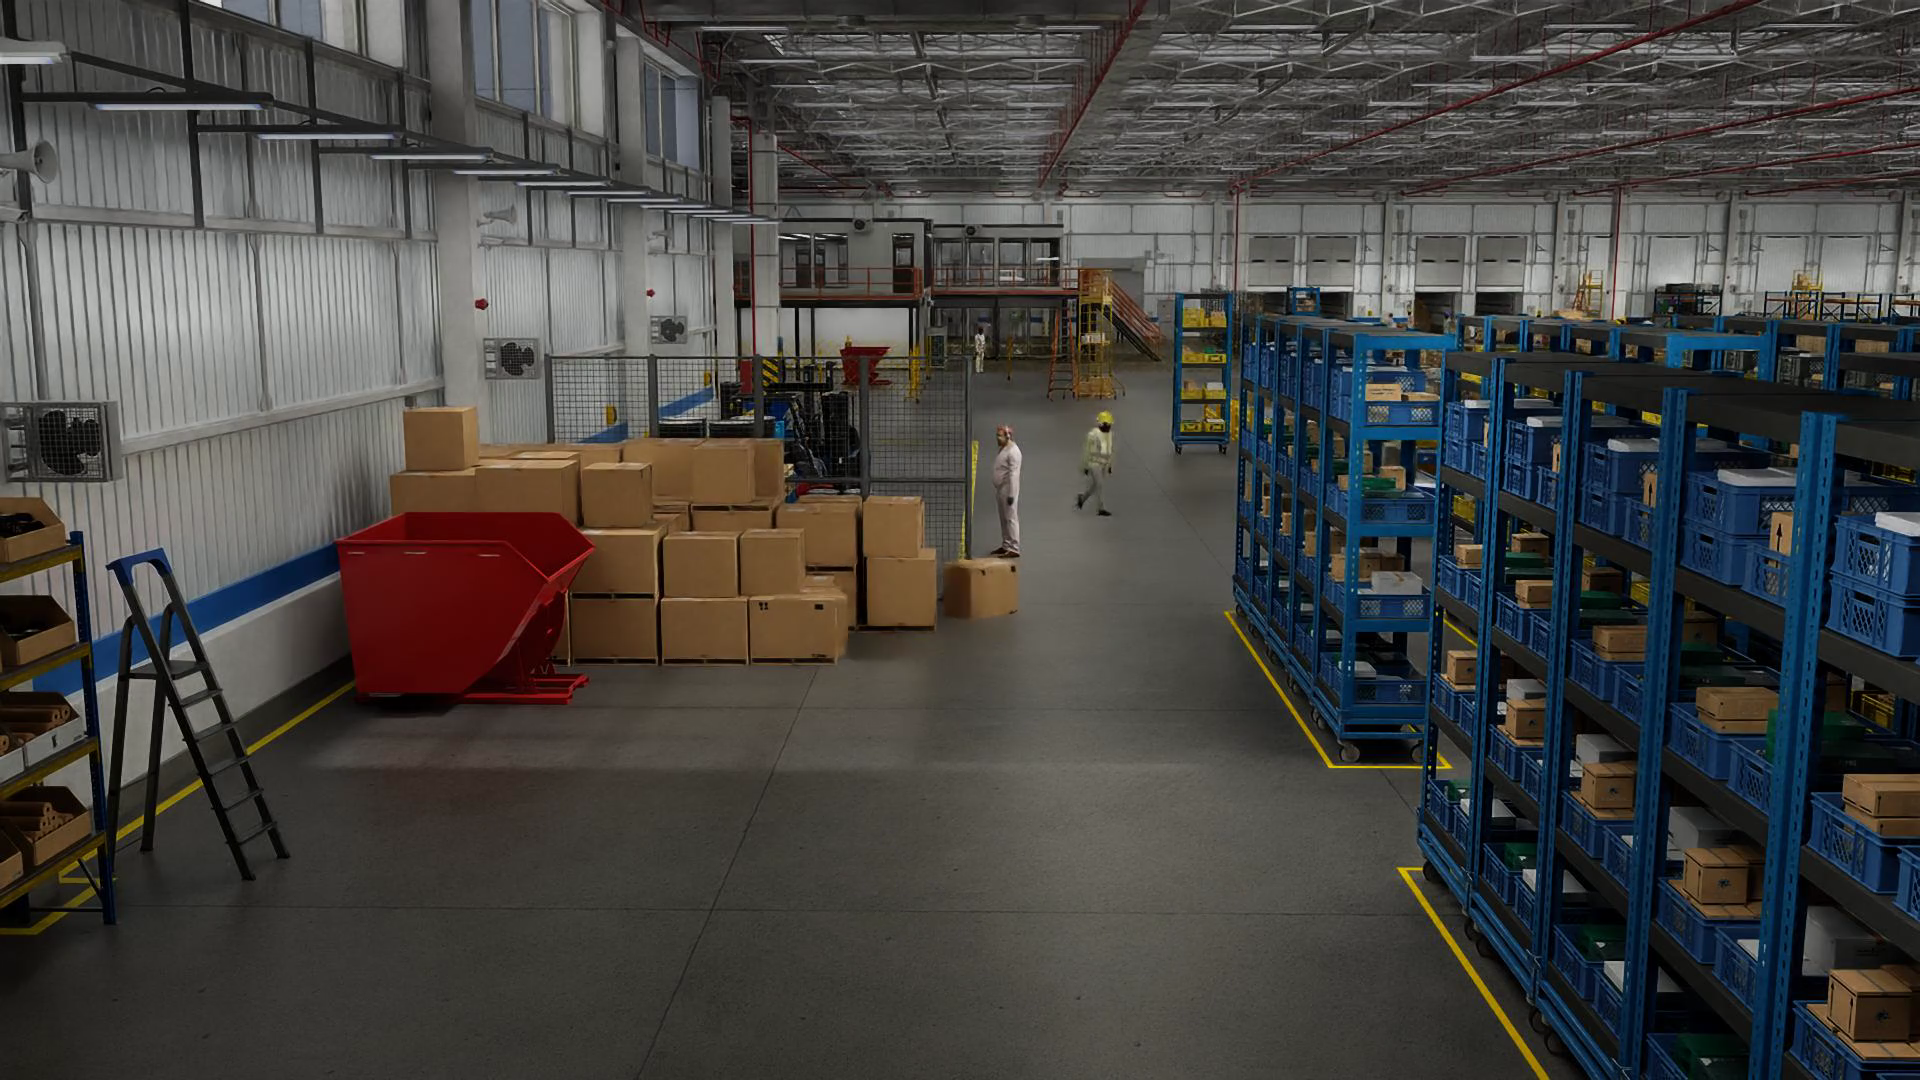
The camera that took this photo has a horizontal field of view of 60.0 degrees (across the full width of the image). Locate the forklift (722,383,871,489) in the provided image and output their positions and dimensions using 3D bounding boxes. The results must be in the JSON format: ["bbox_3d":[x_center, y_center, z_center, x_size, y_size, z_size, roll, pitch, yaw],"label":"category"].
[{"bbox_3d":[-2.893,-1.687,28.729,2.680,1.987,1.157,0,9,-1],"label":"forklift"}]

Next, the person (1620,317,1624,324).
[{"bbox_3d":[30.897,-9.433,77.723,0.585,1.918,0.395,6,11,33],"label":"person"}]

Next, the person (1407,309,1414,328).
[{"bbox_3d":[25.608,-12.187,94.714,0.398,1.919,0.587,7,11,37],"label":"person"}]

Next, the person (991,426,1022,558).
[{"bbox_3d":[0.650,-0.696,23.884,0.400,1.900,0.641,-3,10,-17],"label":"person"}]

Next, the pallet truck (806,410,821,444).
[{"bbox_3d":[-3.559,-2.018,33.905,1.522,1.261,0.704,0,9,-1],"label":"pallet truck"}]

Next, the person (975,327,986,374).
[{"bbox_3d":[0.811,-7.497,65.875,0.349,1.882,0.584,6,11,34],"label":"person"}]

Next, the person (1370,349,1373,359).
[{"bbox_3d":[14.171,-5.964,56.096,1.007,1.994,0.615,7,12,38],"label":"person"}]

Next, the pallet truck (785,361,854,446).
[{"bbox_3d":[-3.410,-3.193,38.978,1.885,1.965,0.823,0,9,-1],"label":"pallet truck"}]

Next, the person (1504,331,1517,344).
[{"bbox_3d":[22.400,-7.800,67.499,0.875,1.966,0.631,-9,13,-44],"label":"person"}]

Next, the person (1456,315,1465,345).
[{"bbox_3d":[26.142,-10.865,86.808,0.445,1.827,0.646,-1,9,-5],"label":"person"}]

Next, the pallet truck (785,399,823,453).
[{"bbox_3d":[-3.814,-2.432,36.419,1.630,1.274,0.653,0,9,1],"label":"pallet truck"}]

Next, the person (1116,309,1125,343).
[{"bbox_3d":[9.123,-12.167,94.521,0.545,1.938,0.358,0,9,0],"label":"person"}]

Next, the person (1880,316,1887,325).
[{"bbox_3d":[44.851,-9.920,80.782,0.603,1.903,0.602,-7,12,-38],"label":"person"}]

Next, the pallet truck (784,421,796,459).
[{"bbox_3d":[-4.013,-1.793,32.705,1.601,1.201,0.680,0,9,1],"label":"pallet truck"}]

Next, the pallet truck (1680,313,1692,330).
[{"bbox_3d":[36.315,-10.531,84.244,0.823,1.965,1.885,-6,11,-33],"label":"pallet truck"}]

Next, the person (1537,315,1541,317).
[{"bbox_3d":[31.374,-11.355,90.245,0.319,1.697,0.532,4,10,23],"label":"person"}]

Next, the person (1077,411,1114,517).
[{"bbox_3d":[2.274,-1.301,28.007,0.599,1.788,0.773,-9,13,-43],"label":"person"}]

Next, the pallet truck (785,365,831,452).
[{"bbox_3d":[-3.774,-2.976,37.635,1.885,1.965,0.823,1,9,5],"label":"pallet truck"}]

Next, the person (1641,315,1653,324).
[{"bbox_3d":[33.607,-10.034,81.447,0.391,1.921,0.661,-7,11,-35],"label":"person"}]

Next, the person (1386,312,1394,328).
[{"bbox_3d":[22.559,-11.019,87.499,0.716,1.917,0.636,-3,10,-20],"label":"person"}]

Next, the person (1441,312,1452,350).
[{"bbox_3d":[25.121,-10.767,85.847,0.399,1.945,0.616,-2,9,-14],"label":"person"}]

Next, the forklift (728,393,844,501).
[{"bbox_3d":[-2.979,-1.316,26.476,2.680,1.987,1.157,0,9,1],"label":"forklift"}]

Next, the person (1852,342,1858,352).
[{"bbox_3d":[32.153,-6.584,60.249,0.619,1.889,0.415,2,9,10],"label":"person"}]

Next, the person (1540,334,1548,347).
[{"bbox_3d":[25.120,-8.352,71.510,0.319,1.769,0.523,9,13,43],"label":"person"}]
